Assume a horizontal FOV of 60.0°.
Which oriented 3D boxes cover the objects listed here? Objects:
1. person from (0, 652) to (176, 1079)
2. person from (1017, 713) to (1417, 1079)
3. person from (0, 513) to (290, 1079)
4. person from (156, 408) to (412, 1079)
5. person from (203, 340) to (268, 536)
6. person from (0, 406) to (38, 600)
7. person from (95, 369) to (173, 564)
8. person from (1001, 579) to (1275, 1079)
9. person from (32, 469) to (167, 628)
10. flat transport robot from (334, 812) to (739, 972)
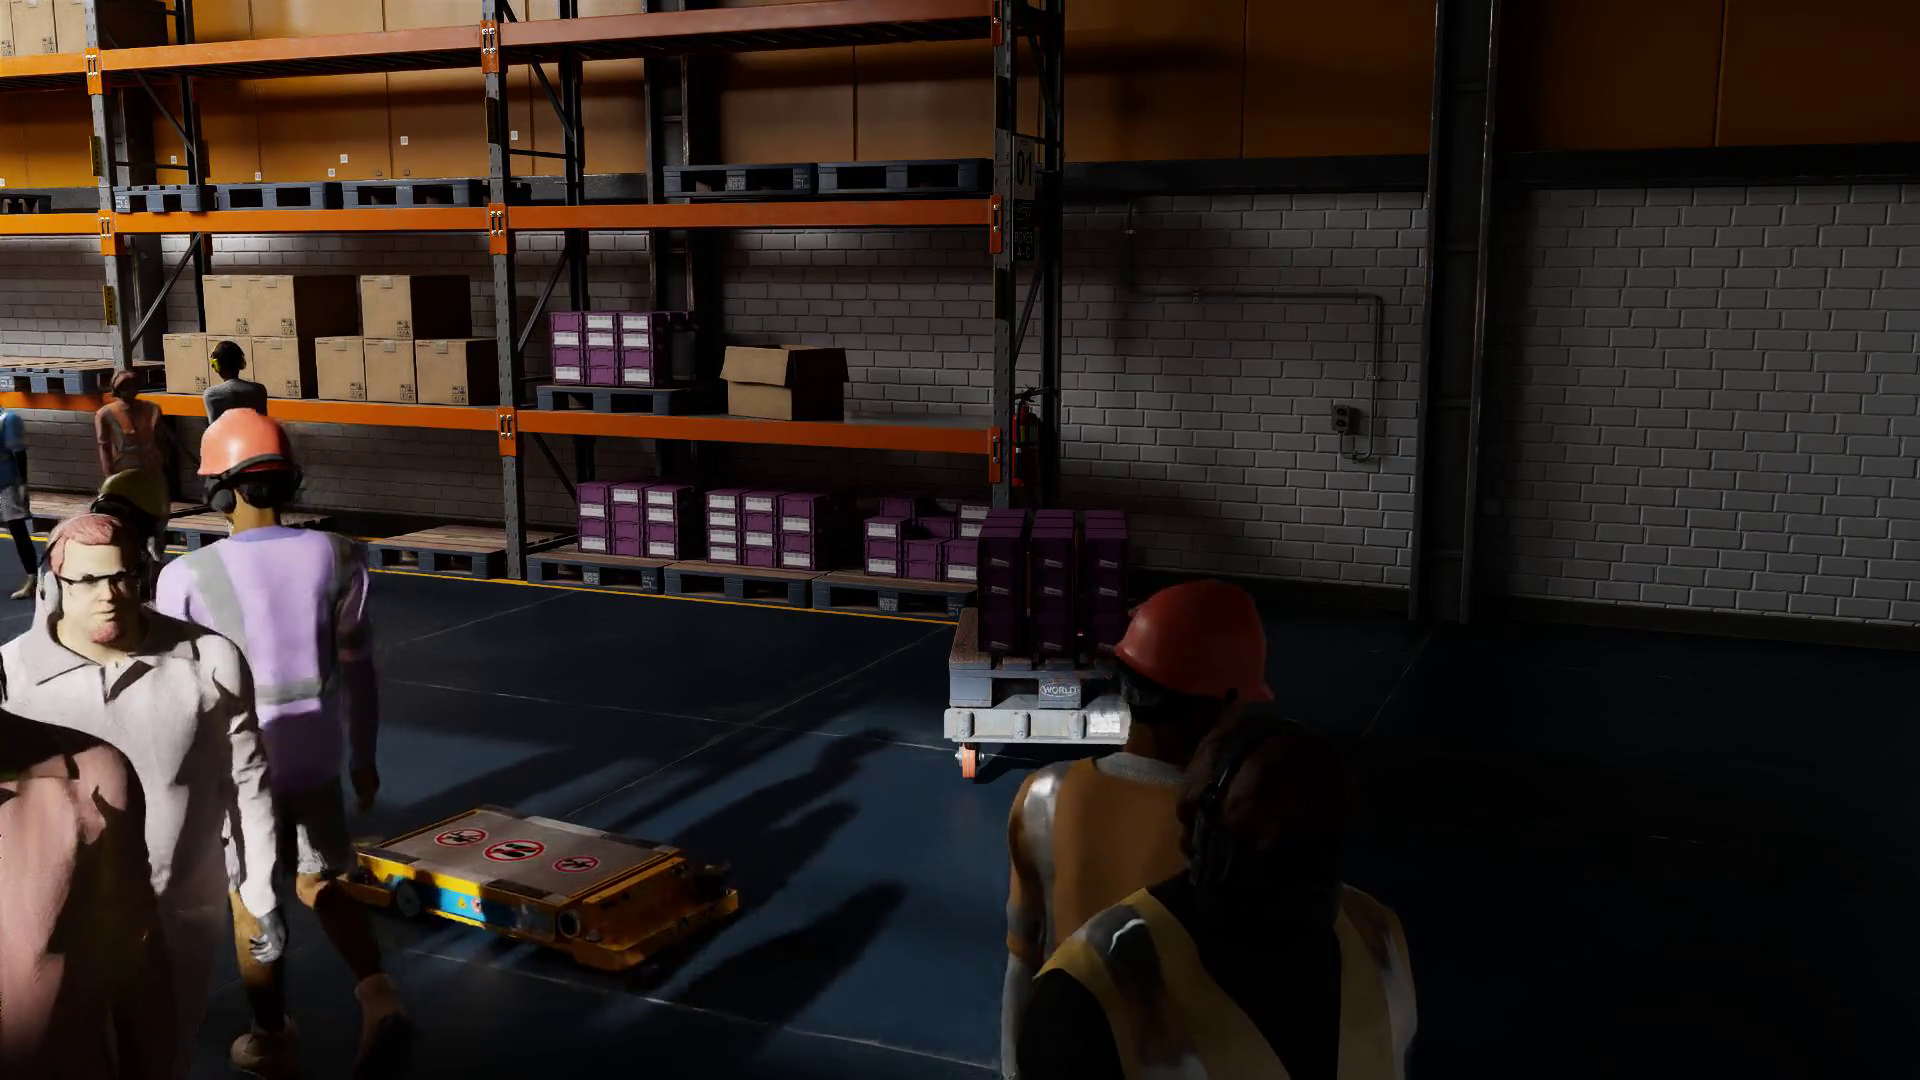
[{"bbox_3d":[-1.753,0.995,2.970,0.645,1.883,0.643,-7,12,-37],"label":"person"},{"bbox_3d":[0.386,1.134,2.284,0.621,1.841,0.429,-6,11,-30],"label":"person"},{"bbox_3d":[-1.965,0.848,3.955,0.657,1.862,1.010,-7,12,-35],"label":"person"},{"bbox_3d":[-1.907,0.639,4.718,0.700,2.023,0.608,8,12,40],"label":"person"},{"bbox_3d":[-5.232,-0.510,12.064,0.329,1.865,0.518,6,11,33],"label":"person"},{"bbox_3d":[-6.938,-0.409,11.990,0.597,1.684,0.329,1,10,5],"label":"person"},{"bbox_3d":[-6.269,-0.495,12.689,0.382,1.616,0.545,9,13,44],"label":"person"},{"bbox_3d":[0.286,1.012,2.896,0.552,1.896,0.922,7,12,36],"label":"person"},{"bbox_3d":[-2.907,0.622,5.722,0.592,1.709,0.790,-2,10,-11],"label":"person"},{"bbox_3d":[-1.592,1.261,6.210,1.431,0.197,0.652,6,11,30],"label":"flat transport robot"}]
